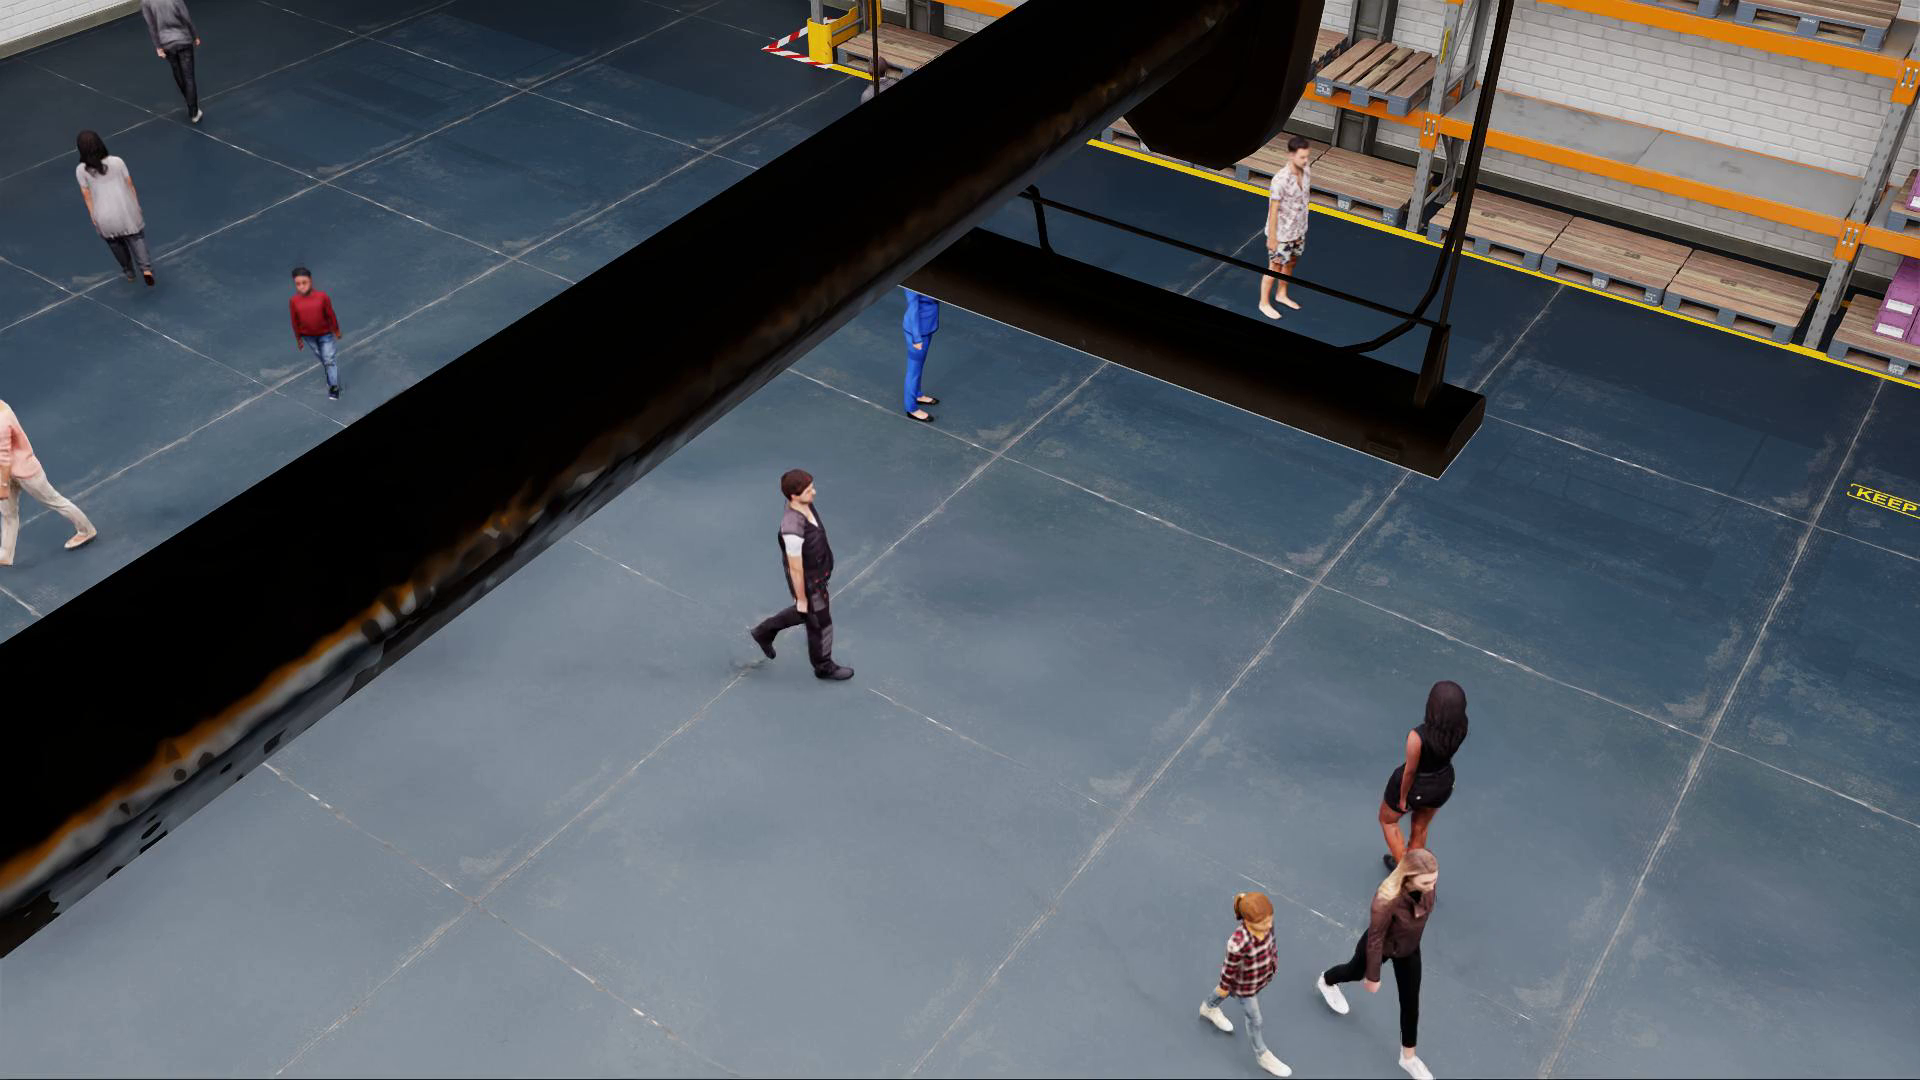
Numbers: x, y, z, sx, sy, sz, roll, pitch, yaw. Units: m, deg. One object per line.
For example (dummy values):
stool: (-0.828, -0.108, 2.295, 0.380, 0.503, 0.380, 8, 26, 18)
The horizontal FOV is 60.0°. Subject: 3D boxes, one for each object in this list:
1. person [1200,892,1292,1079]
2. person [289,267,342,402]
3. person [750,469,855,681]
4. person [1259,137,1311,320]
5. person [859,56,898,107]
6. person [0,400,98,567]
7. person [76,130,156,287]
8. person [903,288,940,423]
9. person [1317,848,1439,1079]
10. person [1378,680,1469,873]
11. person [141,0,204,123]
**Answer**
person: (1.569, 2.411, 9.395, 0.905, 1.272, 0.614, 30, 47, 32)
person: (-5.718, -1.884, 14.806, 0.851, 1.230, 0.903, -6, 39, -7)
person: (-1.155, 0.267, 11.632, 1.104, 1.830, 0.953, 3, 39, 3)
person: (3.075, -2.978, 15.711, 0.720, 1.810, 0.647, -30, 47, -32)
person: (-0.767, -4.023, 17.048, 1.162, 1.775, 0.746, 27, 46, 29)
person: (-7.136, -0.563, 12.793, 0.813, 1.678, 1.083, -31, 48, -33)
person: (-8.194, -3.174, 16.135, 0.826, 1.589, 0.993, -21, 43, -24)
person: (-0.373, -1.828, 14.359, 0.691, 1.701, 0.697, 6, 39, 7)
person: (2.328, 2.236, 9.309, 0.939, 1.653, 1.203, -21, 43, -24)
person: (2.857, 1.559, 10.097, 0.766, 1.726, 0.836, -15, 41, -18)
person: (-9.032, -5.673, 19.152, 1.023, 1.728, 1.095, -7, 39, -8)
